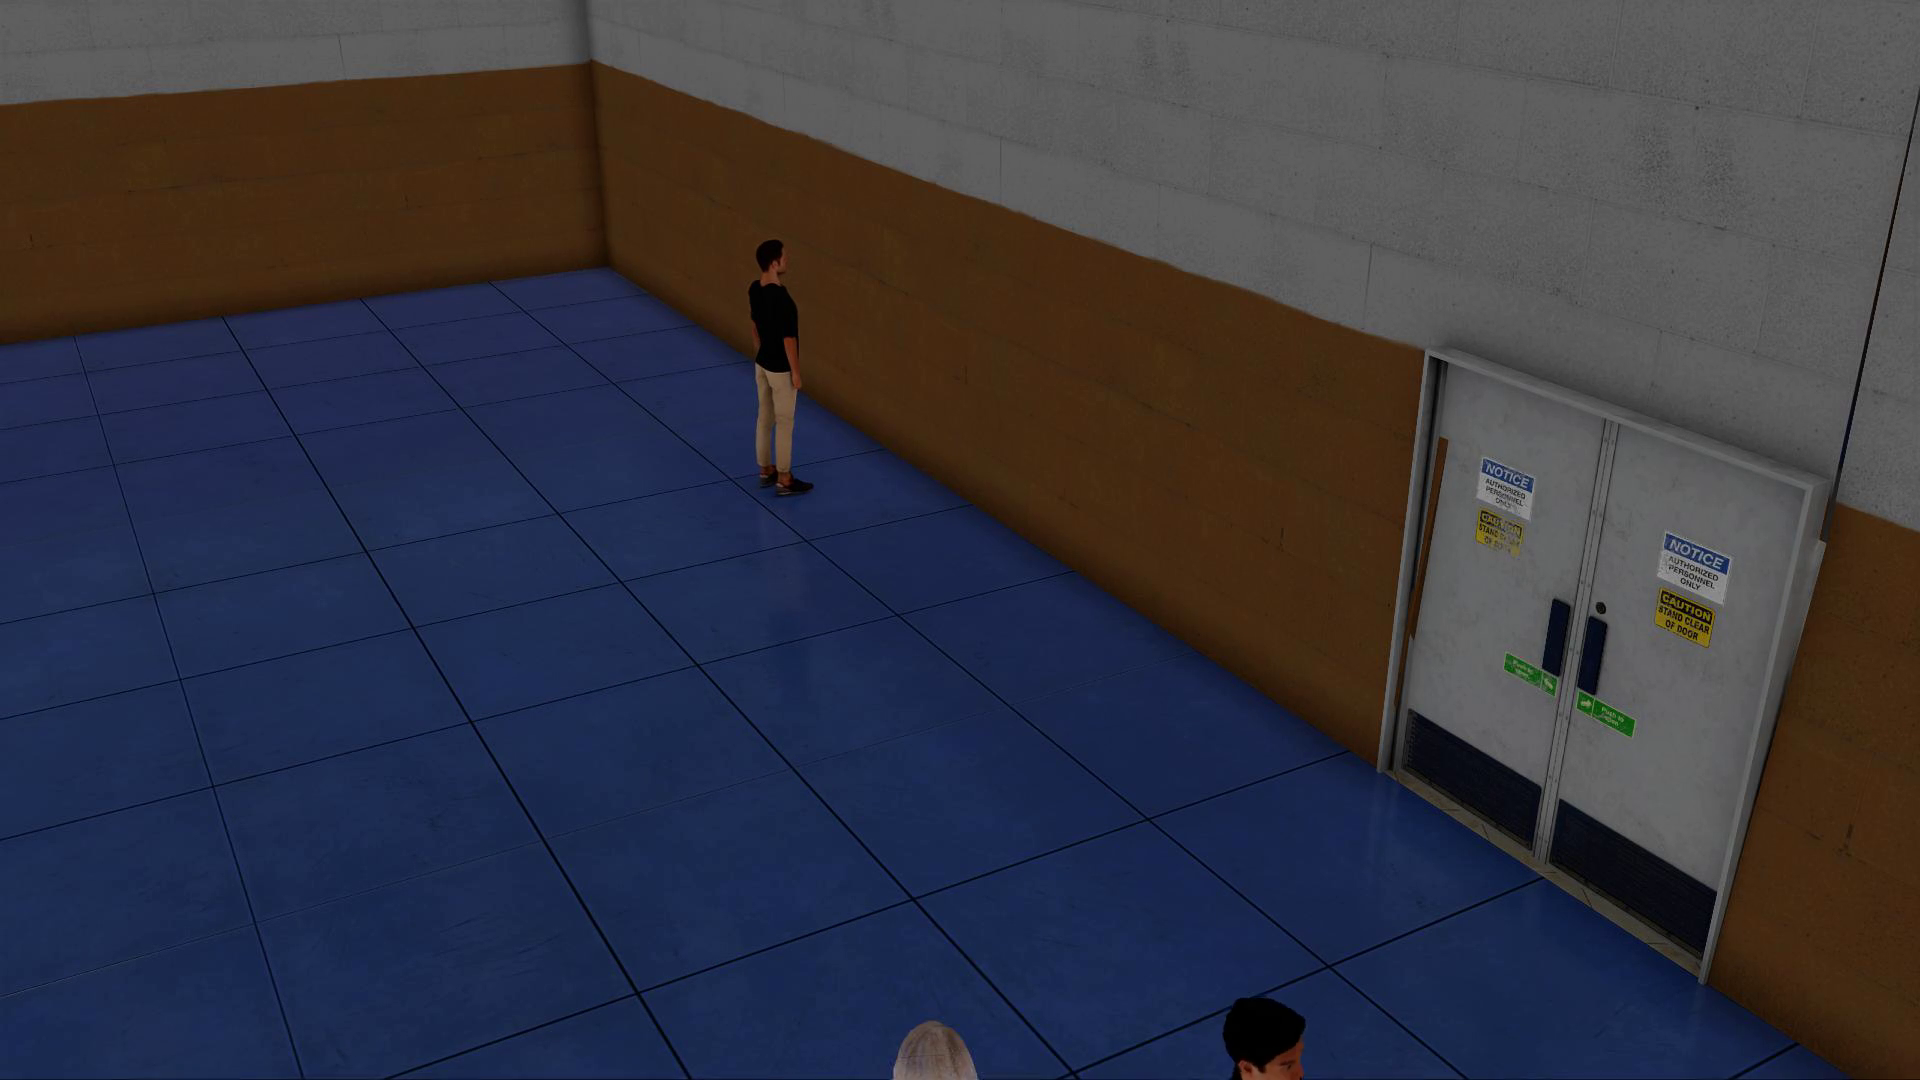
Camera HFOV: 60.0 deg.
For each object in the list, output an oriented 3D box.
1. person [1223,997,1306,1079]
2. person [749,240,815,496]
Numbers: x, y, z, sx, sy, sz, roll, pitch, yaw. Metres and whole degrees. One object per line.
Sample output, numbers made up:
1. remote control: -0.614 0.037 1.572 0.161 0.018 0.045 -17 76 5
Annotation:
1. person: 0.768 1.989 4.796 0.867 1.715 0.816 17 29 34
2. person: -1.329 -1.249 11.985 0.563 1.858 0.676 -17 29 -34
